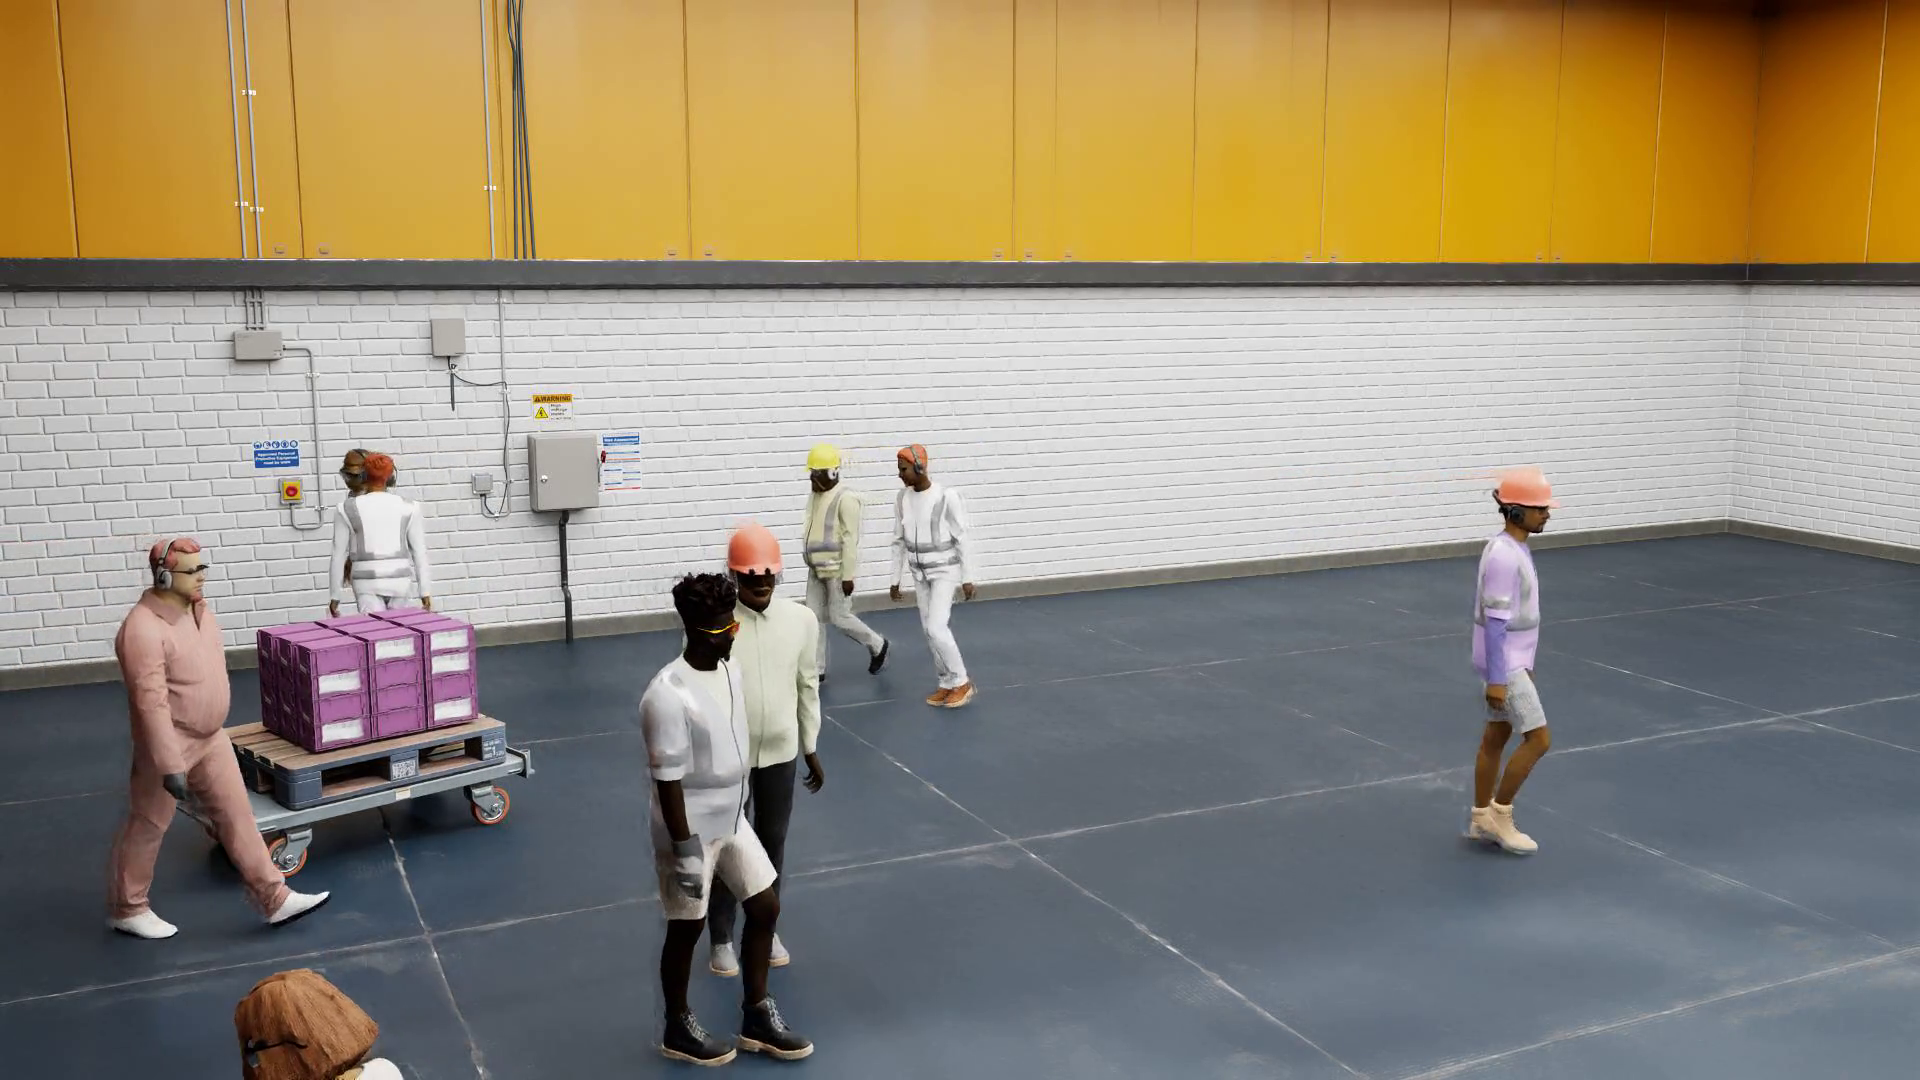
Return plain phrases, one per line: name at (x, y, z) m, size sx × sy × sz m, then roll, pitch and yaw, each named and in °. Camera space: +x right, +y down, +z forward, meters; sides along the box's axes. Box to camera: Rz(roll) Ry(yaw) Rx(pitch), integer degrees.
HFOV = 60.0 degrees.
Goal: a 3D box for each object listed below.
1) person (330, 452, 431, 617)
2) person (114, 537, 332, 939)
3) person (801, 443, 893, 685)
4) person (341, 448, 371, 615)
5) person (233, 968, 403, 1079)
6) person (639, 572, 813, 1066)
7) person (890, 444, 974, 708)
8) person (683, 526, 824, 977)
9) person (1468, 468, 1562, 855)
person at (-3.875, 0.339, 11.128) m, size 0.621 × 1.844 × 0.981 m, roll -5°, pitch 10°, yaw -26°
person at (-3.427, 0.910, 7.482) m, size 0.998 × 1.850 × 0.676 m, roll 1°, pitch 9°, yaw 7°
person at (-0.881, 0.182, 12.162) m, size 0.701 × 1.807 × 0.601 m, roll -7°, pitch 11°, yaw -36°
person at (-4.179, 0.239, 11.782) m, size 0.429 × 1.821 × 0.683 m, roll -6°, pitch 11°, yaw -34°
person at (-1.223, 1.676, 3.557) m, size 0.753 × 1.598 × 0.515 m, roll 1°, pitch 9°, yaw 6°
person at (-0.856, 1.074, 6.224) m, size 0.732 × 1.933 × 0.627 m, roll 4°, pitch 10°, yaw 22°
person at (-0.196, 0.249, 11.600) m, size 0.592 × 1.853 × 0.469 m, roll 8°, pitch 12°, yaw 42°
person at (-0.892, 0.913, 7.156) m, size 0.629 × 1.970 × 0.504 m, roll -5°, pitch 10°, yaw -27°
person at (2.918, 0.638, 8.634) m, size 0.524 × 2.029 × 0.635 m, roll 4°, pitch 10°, yaw 21°
